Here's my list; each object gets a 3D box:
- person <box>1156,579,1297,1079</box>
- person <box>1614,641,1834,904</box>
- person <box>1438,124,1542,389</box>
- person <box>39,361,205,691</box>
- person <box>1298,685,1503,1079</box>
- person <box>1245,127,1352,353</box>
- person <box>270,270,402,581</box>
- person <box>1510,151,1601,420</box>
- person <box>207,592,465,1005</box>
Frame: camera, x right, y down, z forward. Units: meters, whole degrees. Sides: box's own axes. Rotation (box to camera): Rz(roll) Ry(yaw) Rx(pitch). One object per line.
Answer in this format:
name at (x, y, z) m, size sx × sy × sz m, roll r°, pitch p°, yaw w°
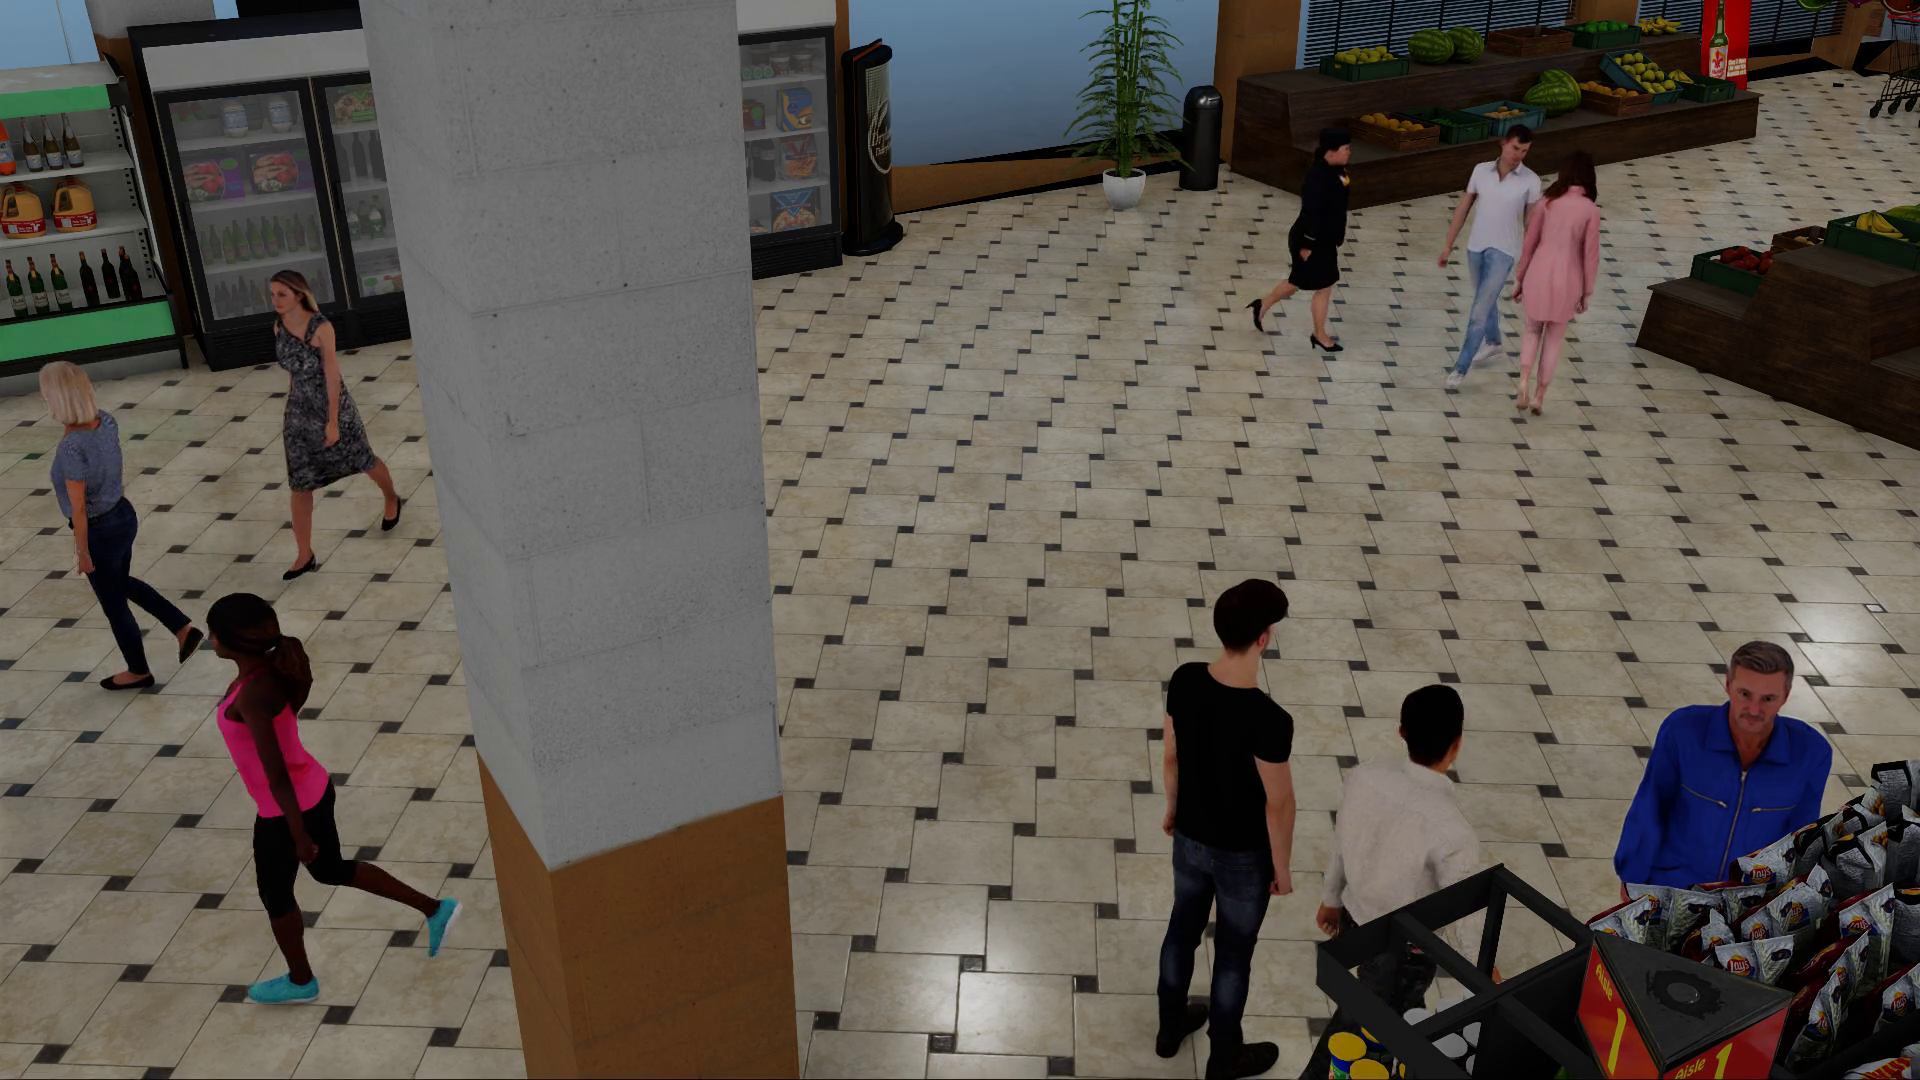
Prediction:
person at (0.878, 1.003, 5.597) m, size 0.648 × 1.895 × 0.732 m, roll -24°, pitch 35°, yaw -39°
person at (2.451, 1.115, 5.450) m, size 0.782 × 1.827 × 0.824 m, roll 8°, pitch 28°, yaw 15°
person at (3.753, -2.005, 11.631) m, size 1.231 × 1.801 × 0.874 m, roll -24°, pitch 35°, yaw -38°
person at (-3.955, -0.046, 7.865) m, size 0.873 × 1.713 × 0.785 m, roll 0°, pitch 27°, yaw 0°
person at (1.232, 1.311, 5.144) m, size 1.173 × 1.753 × 0.810 m, roll -8°, pitch 28°, yaw -16°
person at (2.529, -2.192, 12.167) m, size 1.087 × 1.649 × 1.080 m, roll 12°, pitch 29°, yaw 22°
person at (-3.437, -0.688, 9.204) m, size 1.102 × 1.646 × 1.179 m, roll 8°, pitch 28°, yaw 15°
person at (3.849, -1.609, 10.874) m, size 0.857 × 1.778 × 0.928 m, roll 16°, pitch 31°, yaw 28°
person at (-2.268, 0.952, 5.916) m, size 1.099 × 1.695 × 0.844 m, roll -2°, pitch 27°, yaw -5°
